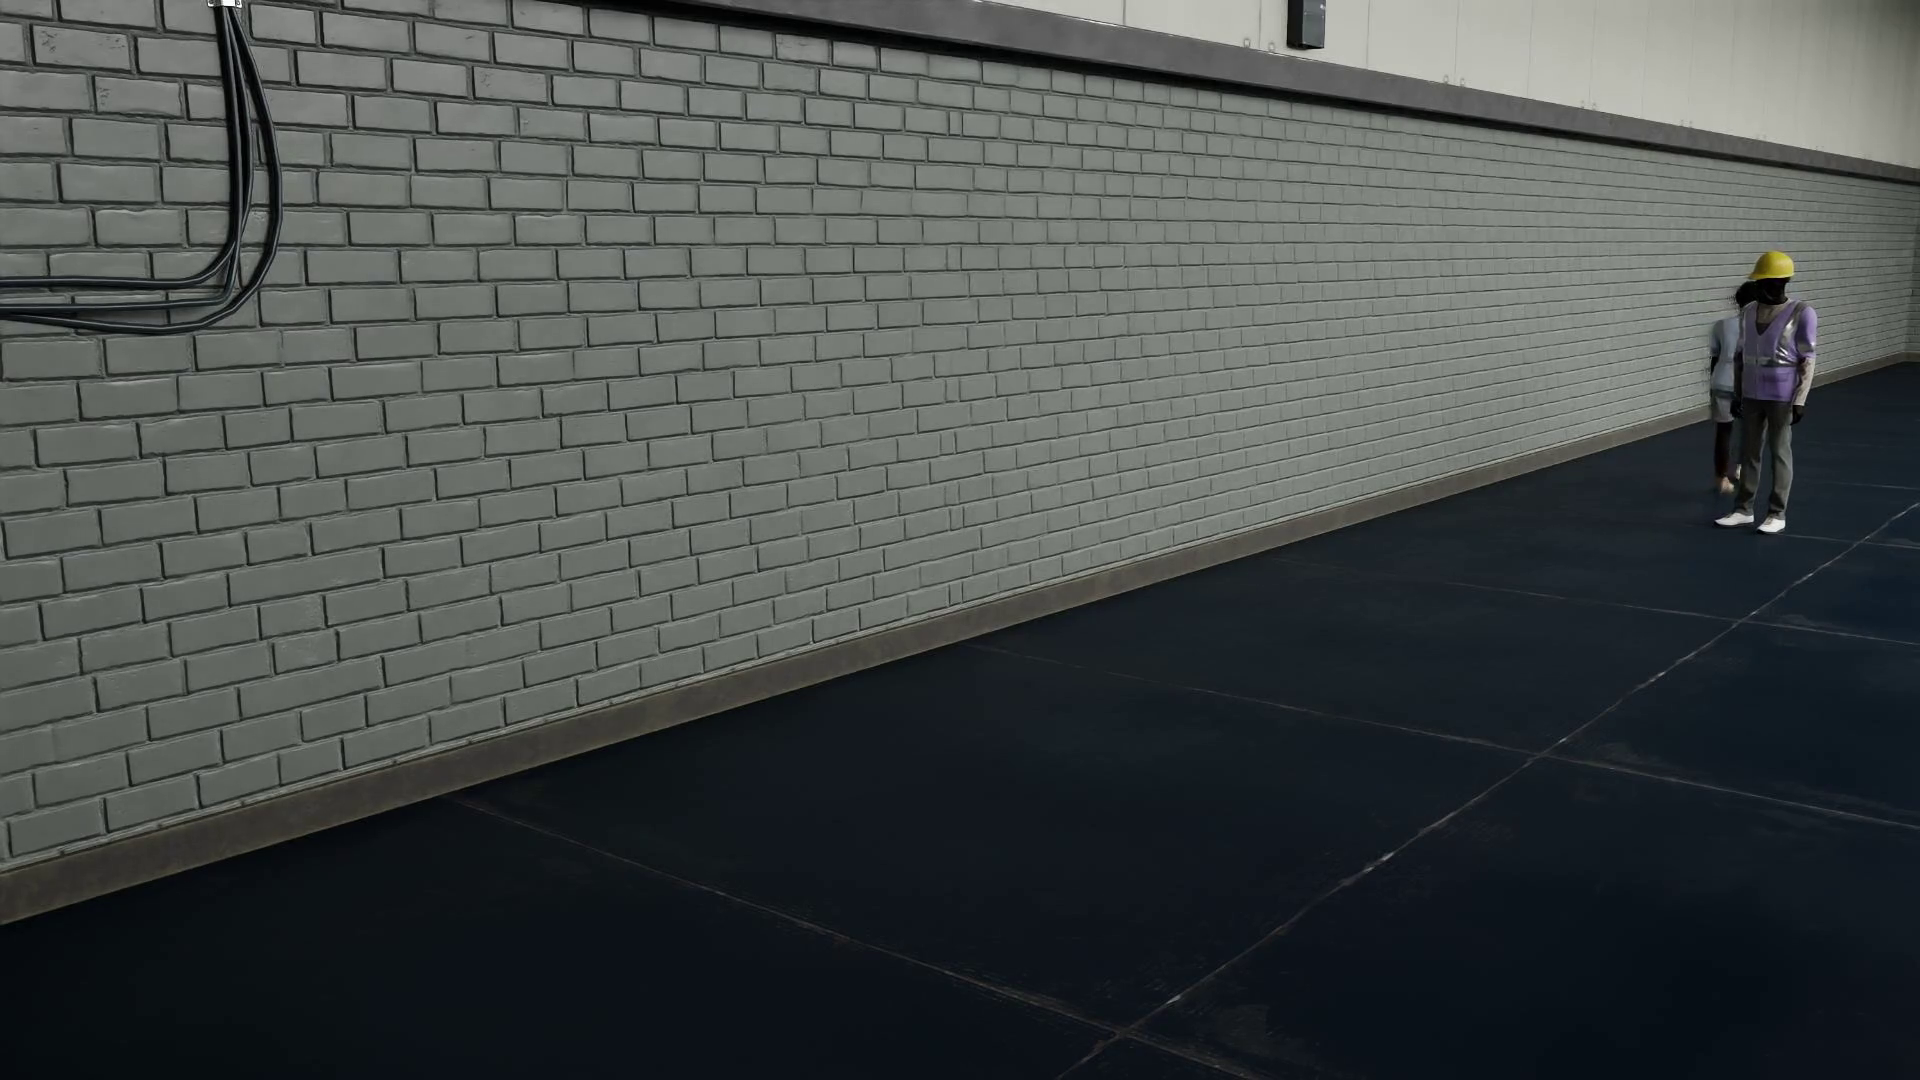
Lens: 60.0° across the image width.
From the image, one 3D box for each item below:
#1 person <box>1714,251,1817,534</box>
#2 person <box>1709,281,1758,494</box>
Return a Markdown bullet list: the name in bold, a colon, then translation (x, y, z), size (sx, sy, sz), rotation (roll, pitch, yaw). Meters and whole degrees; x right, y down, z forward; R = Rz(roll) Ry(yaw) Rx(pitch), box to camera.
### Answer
- **person**: translation (5.558, -1.011, 11.440), size (0.384, 1.924, 0.589), rotation (-5, 11, -26)
- **person**: translation (6.171, -1.200, 13.155), size (0.361, 1.687, 0.545), rotation (-10, 14, -44)
